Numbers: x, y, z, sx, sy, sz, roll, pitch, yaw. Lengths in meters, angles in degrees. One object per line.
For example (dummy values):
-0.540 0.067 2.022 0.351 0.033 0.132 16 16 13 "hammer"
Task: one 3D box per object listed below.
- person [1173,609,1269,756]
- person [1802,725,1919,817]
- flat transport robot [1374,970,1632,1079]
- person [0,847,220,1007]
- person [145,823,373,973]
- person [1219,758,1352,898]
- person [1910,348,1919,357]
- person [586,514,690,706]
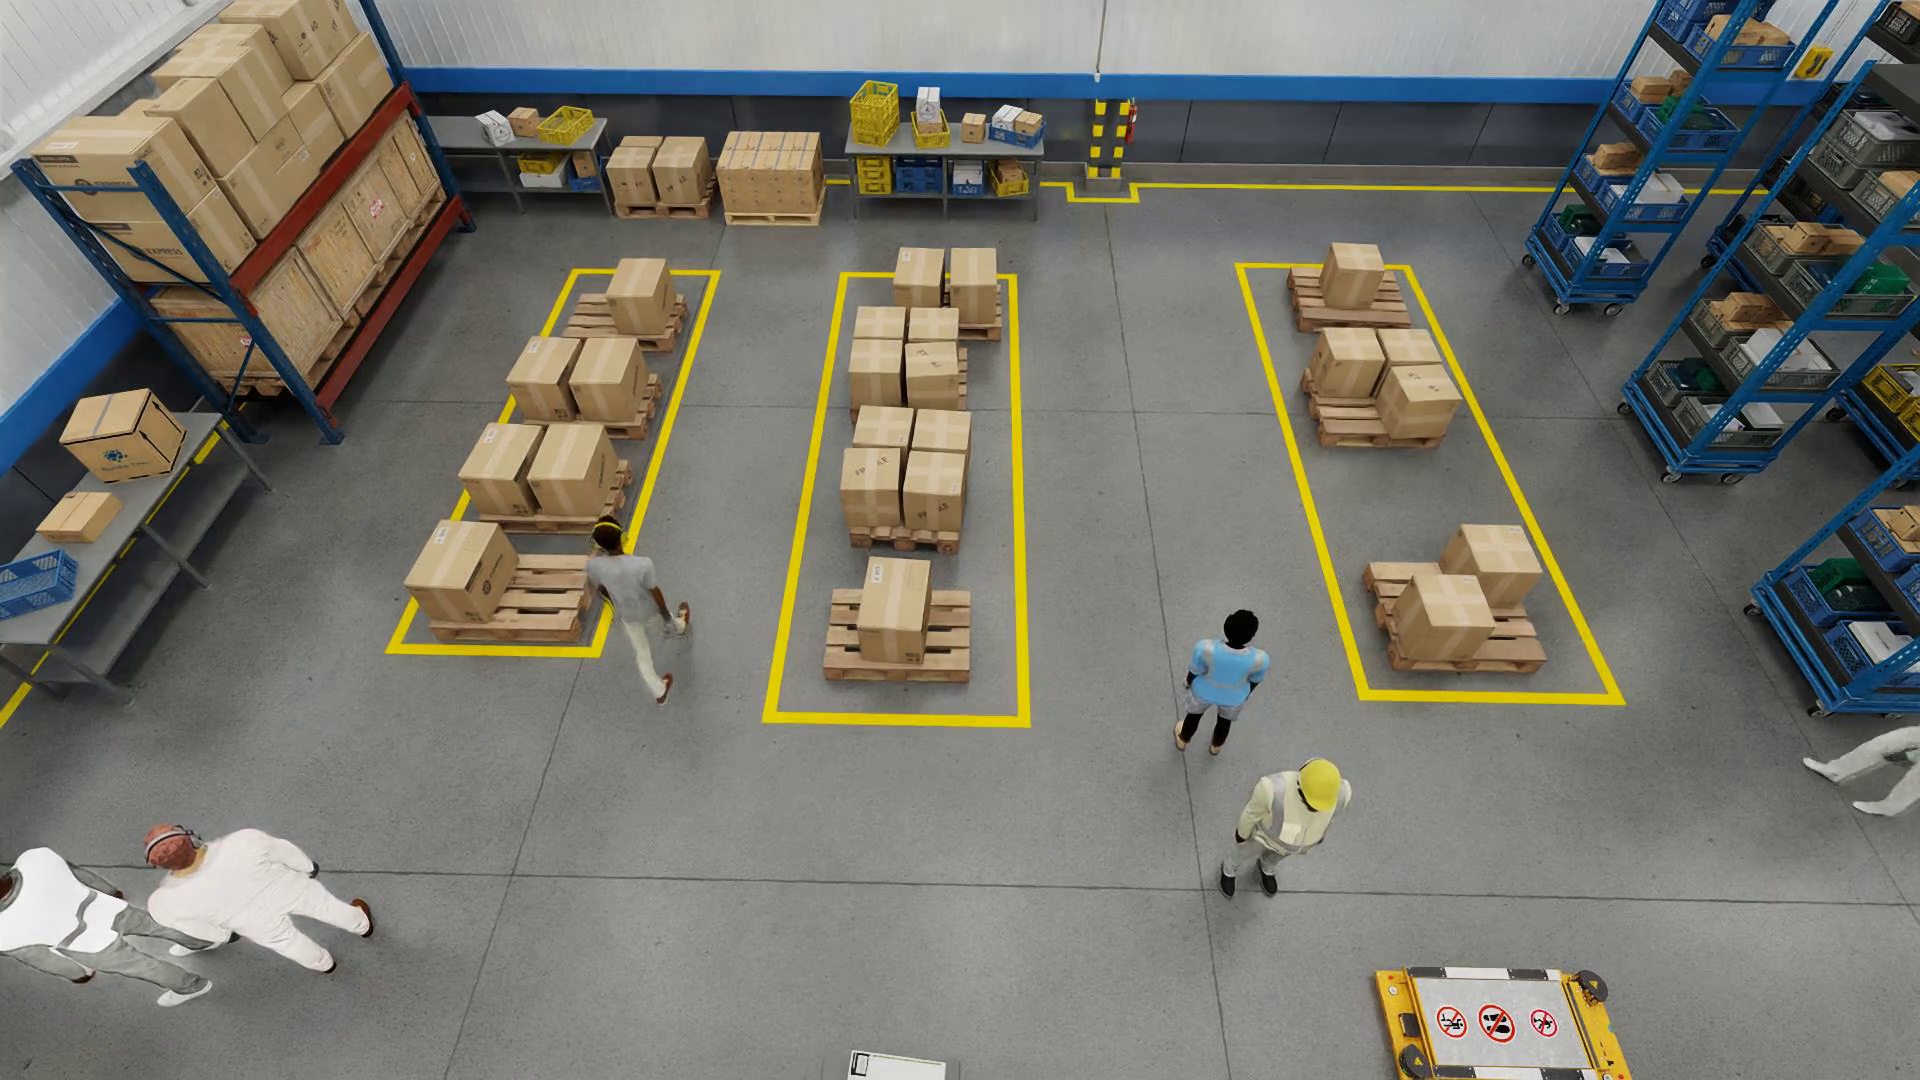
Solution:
1.886 1.073 6.680 0.529 1.695 0.321 10 52 8 "person"
6.803 1.423 6.434 0.658 1.613 0.557 25 55 19 "person"
3.501 3.133 5.914 1.431 0.197 0.652 1 51 1 "flat transport robot"
-5.222 2.337 5.517 0.387 1.910 0.584 -11 52 -9 "person"
-4.301 2.189 5.636 0.407 1.908 0.641 31 57 23 "person"
2.096 1.880 5.935 0.599 1.830 0.403 0 51 0 "person"
10.830 -2.570 9.471 0.412 1.986 0.603 4 51 4 "person"
-2.461 0.460 7.108 0.535 1.815 0.973 -3 51 -2 "person"
